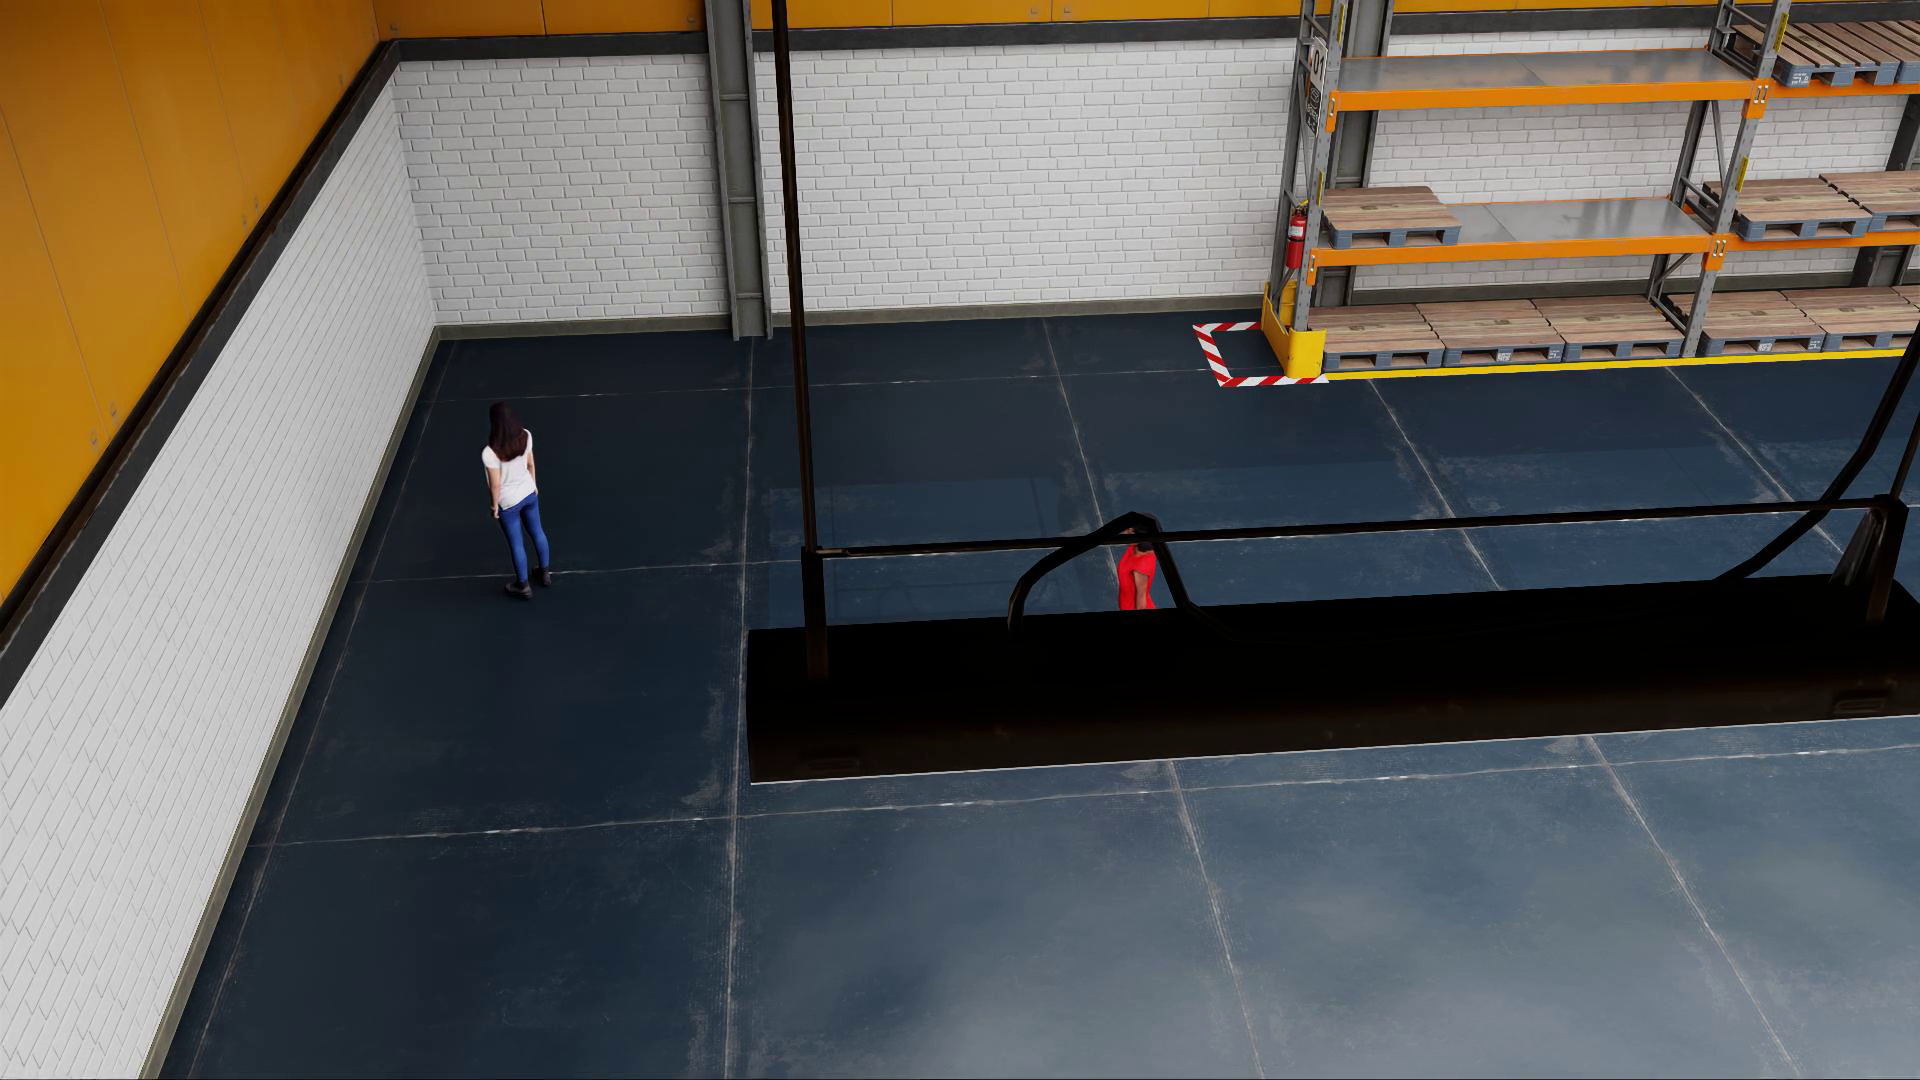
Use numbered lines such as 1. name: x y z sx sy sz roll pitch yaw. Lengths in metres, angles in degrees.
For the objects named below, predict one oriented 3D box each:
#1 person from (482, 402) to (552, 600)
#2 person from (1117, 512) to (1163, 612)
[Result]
1. person: -3.402 -0.303 12.768 0.722 1.685 0.676 22 39 29
2. person: 1.206 0.564 11.411 0.508 1.744 0.589 0 34 -1
